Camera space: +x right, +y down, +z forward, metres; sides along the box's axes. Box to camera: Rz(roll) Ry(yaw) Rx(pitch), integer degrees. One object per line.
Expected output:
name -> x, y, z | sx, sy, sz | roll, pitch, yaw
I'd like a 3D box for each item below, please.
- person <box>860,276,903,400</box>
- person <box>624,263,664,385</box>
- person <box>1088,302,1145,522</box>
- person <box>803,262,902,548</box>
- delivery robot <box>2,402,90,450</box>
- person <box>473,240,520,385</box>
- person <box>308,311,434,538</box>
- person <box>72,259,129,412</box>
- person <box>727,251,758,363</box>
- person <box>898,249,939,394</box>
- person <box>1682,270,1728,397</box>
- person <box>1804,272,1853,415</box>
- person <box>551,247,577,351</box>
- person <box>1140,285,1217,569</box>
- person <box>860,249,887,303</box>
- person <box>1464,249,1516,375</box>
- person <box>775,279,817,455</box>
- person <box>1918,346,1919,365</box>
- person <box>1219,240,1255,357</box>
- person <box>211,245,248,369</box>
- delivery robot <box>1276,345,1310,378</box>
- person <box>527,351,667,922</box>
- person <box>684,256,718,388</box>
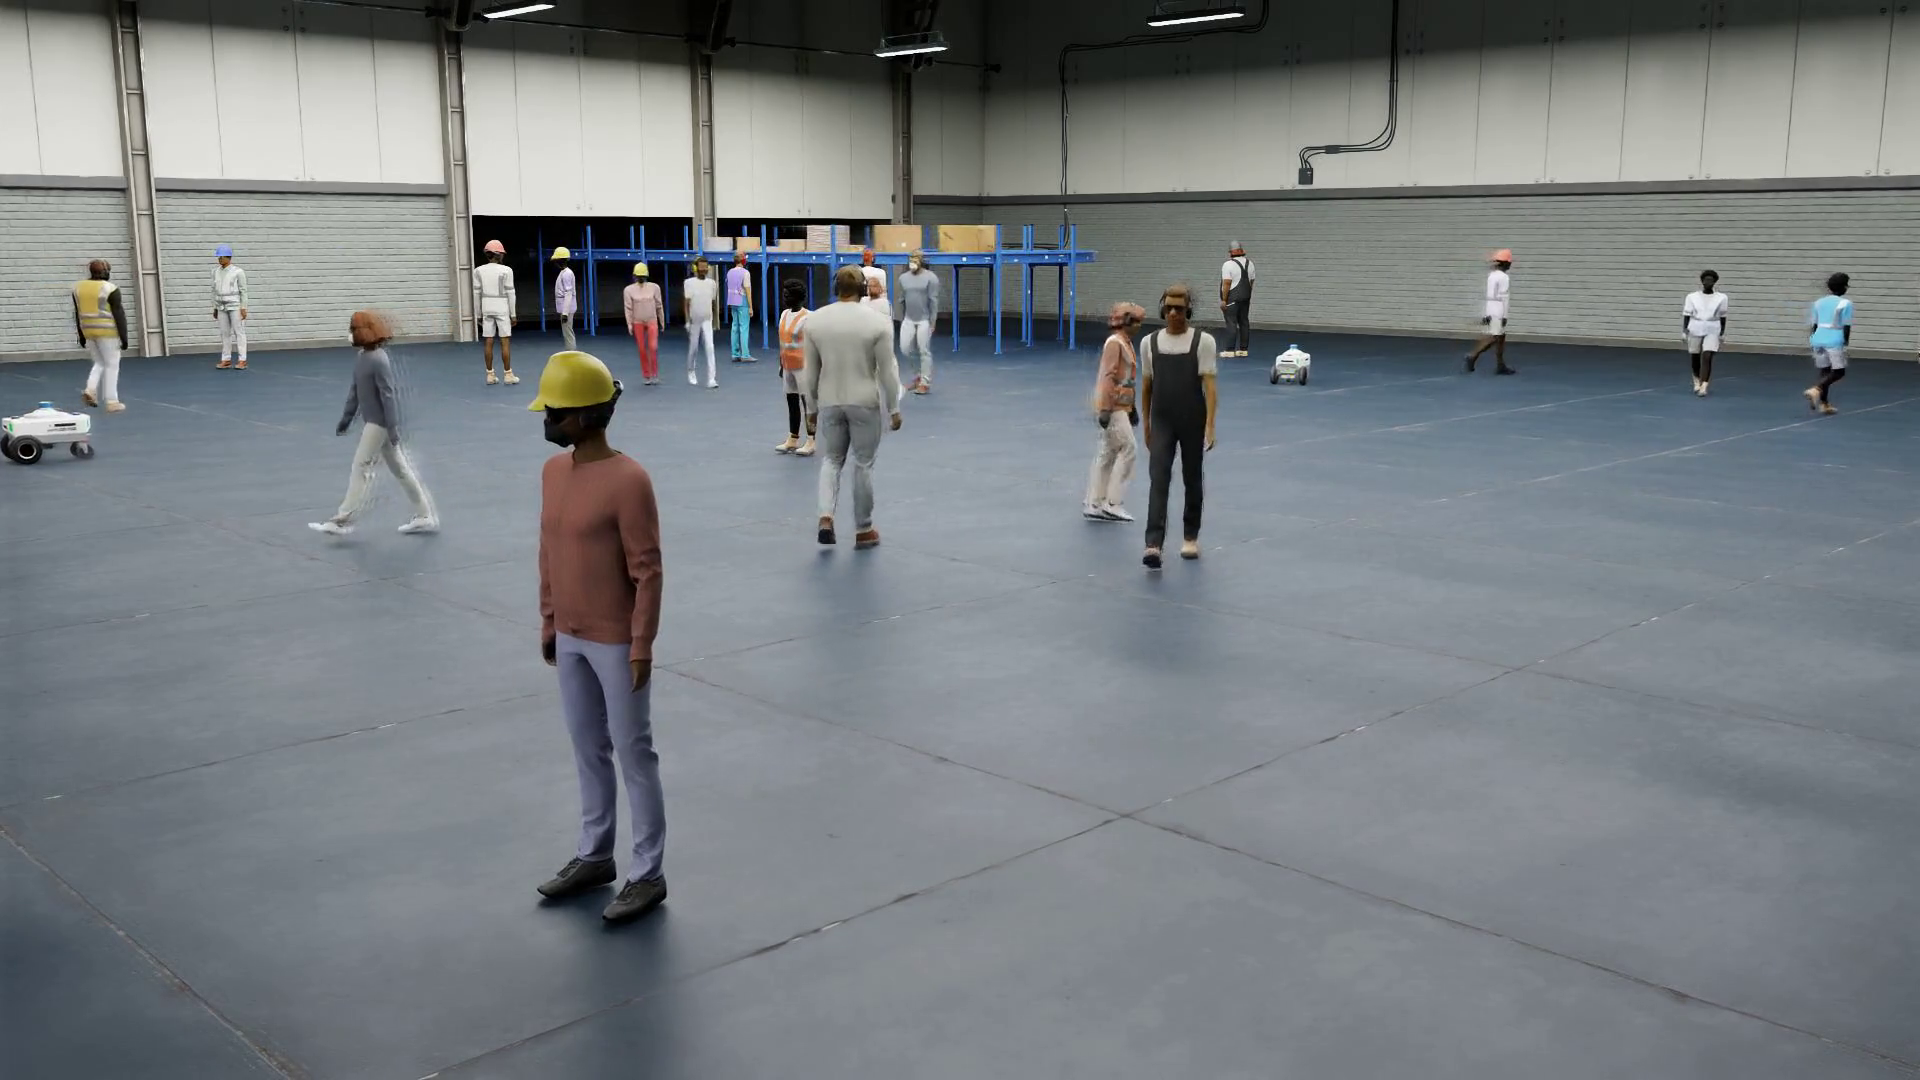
person -> -0.994, -2.415, 20.343 | 0.481, 1.624, 0.504 | -9, 14, -41
person -> -4.435, -3.034, 23.421 | 0.543, 1.712, 0.728 | -2, 11, -10
person -> 1.179, -0.950, 12.347 | 0.472, 1.612, 0.553 | 3, 11, 14
person -> -0.732, -0.898, 11.224 | 0.652, 1.932, 0.469 | 3, 11, 18
delivery robot -> -8.655, -1.068, 15.768 | 0.707, 0.478, 0.477 | -9, 13, -39
person -> -6.608, -3.244, 23.722 | 0.607, 2.039, 0.395 | 2, 11, 11
person -> -4.151, -0.812, 11.700 | 0.872, 1.585, 0.495 | -5, 12, -27
person -> -10.335, -2.466, 20.063 | 0.649, 1.825, 0.439 | 2, 11, 13
person -> -3.679, -3.906, 27.848 | 0.565, 1.850, 0.389 | 10, 14, 44
person -> -0.568, -2.912, 22.247 | 0.637, 1.924, 0.439 | 5, 12, 25
person -> 9.948, -2.780, 22.221 | 0.532, 1.667, 0.844 | 6, 12, 28
person -> 10.219, -2.309, 19.609 | 0.541, 1.682, 0.537 | -4, 11, -20
person -> -6.144, -3.583, 25.868 | 0.359, 1.930, 0.587 | -3, 11, -17
person -> 1.391, -0.728, 10.676 | 0.533, 1.793, 0.989 | 3, 11, 17
person -> -1.447, -3.683, 26.533 | 0.572, 1.886, 0.358 | 0, 10, 3
person -> 8.112, -3.469, 25.325 | 0.805, 1.916, 0.550 | -1, 10, -5
person -> -1.577, -1.676, 16.112 | 0.321, 1.694, 0.529 | -9, 14, -42
person -> 15.961, -3.791, 27.197 | 0.792, 1.867, 0.395 | -9, 13, -39
person -> 4.787, -4.204, 29.067 | 0.682, 2.000, 0.536 | -7, 12, -33
person -> -11.597, -3.691, 26.403 | 0.605, 1.949, 0.399 | 3, 11, 14
delivery robot -> 4.795, -2.565, 23.928 | 0.477, 0.478, 0.707 | 5, 12, 25
person -> -1.135, 0.298, 5.158 | 0.529, 1.765, 0.327 | 9, 14, 41
person -> -3.671, -3.087, 23.458 | 0.520, 1.830, 0.958 | -4, 11, -21
